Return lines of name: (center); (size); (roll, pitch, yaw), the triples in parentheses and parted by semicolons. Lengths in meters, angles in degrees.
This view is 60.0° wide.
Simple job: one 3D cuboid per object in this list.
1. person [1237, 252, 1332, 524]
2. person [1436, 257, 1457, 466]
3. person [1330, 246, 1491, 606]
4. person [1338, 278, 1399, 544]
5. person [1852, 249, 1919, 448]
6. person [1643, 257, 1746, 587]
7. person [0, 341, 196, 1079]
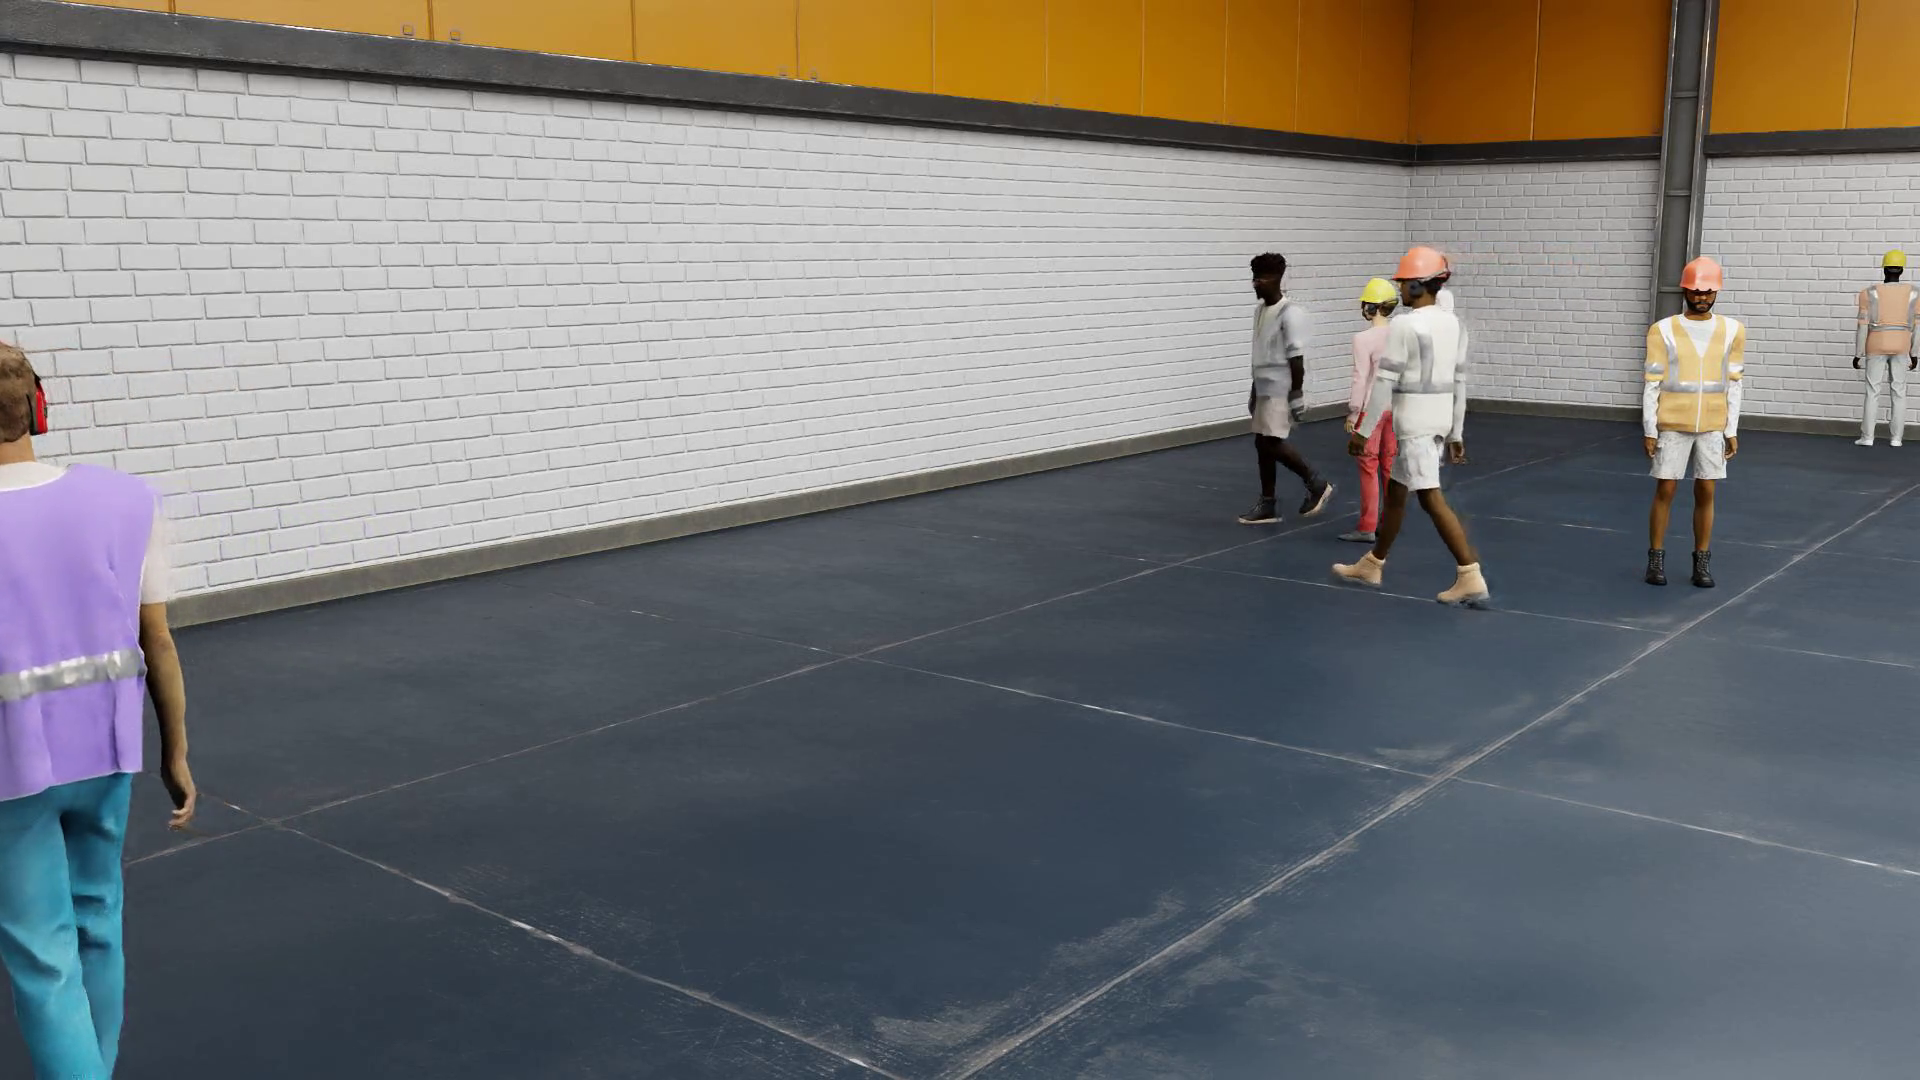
person: (2.291, -1.066, 11.804); (0.570, 1.947, 0.625); (-2, 11, -13)
person: (4.180, -1.576, 14.798); (0.355, 1.884, 0.575); (8, 13, 39)
person: (2.605, -0.642, 9.361); (1.070, 1.998, 0.629); (10, 14, 44)
person: (2.778, -0.859, 11.146); (0.524, 1.772, 0.301); (-8, 13, -39)
person: (9.051, -1.860, 16.248); (0.585, 1.929, 0.370); (3, 11, 16)
person: (4.266, -0.675, 9.700); (0.539, 1.930, 0.382); (2, 10, 10)
person: (-2.013, 0.487, 3.511); (0.718, 1.821, 0.600); (7, 13, 35)
